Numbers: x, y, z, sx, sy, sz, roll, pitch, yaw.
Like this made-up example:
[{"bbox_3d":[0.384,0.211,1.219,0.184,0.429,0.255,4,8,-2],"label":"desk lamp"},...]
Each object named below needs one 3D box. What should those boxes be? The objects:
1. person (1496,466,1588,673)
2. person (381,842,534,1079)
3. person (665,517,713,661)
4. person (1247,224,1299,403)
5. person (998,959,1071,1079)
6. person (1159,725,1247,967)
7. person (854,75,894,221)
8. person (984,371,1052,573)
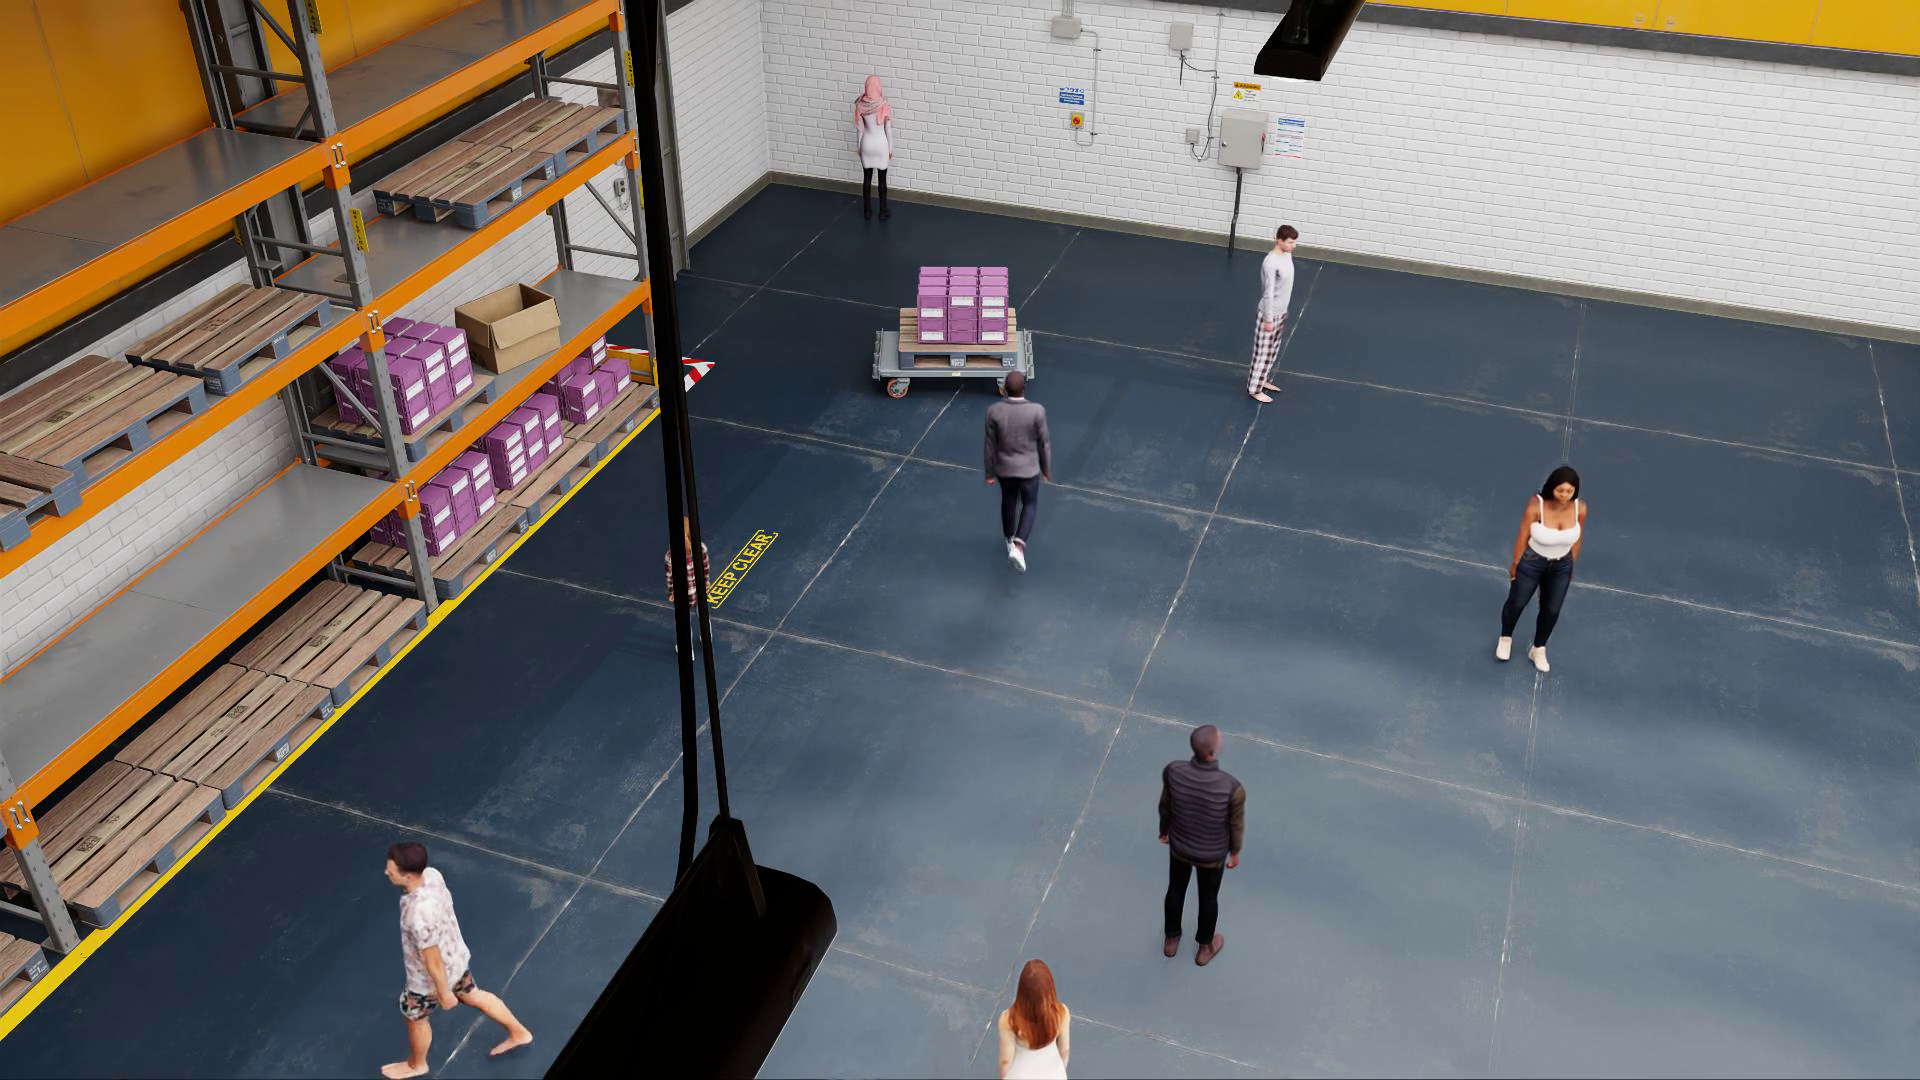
[{"bbox_3d":[4.541,0.169,12.976,0.732,1.808,0.750,4,34,6],"label":"person"},{"bbox_3d":[-2.926,2.427,9.600,1.061,1.785,1.171,-4,34,-6],"label":"person"},{"bbox_3d":[-2.134,0.374,13.122,0.611,1.306,0.685,-20,39,-28],"label":"person"},{"bbox_3d":[3.121,-2.297,16.653,0.729,1.845,0.551,19,38,26],"label":"person"},{"bbox_3d":[0.397,2.893,8.966,0.644,1.712,0.671,-5,34,-8],"label":"person"},{"bbox_3d":[1.480,1.898,10.350,0.713,1.835,0.599,16,37,22],"label":"person"},{"bbox_3d":[-1.052,-4.840,20.517,0.662,1.803,0.636,6,34,8],"label":"person"},{"bbox_3d":[0.479,-0.559,14.079,0.800,1.800,0.991,6,34,9],"label":"person"}]
